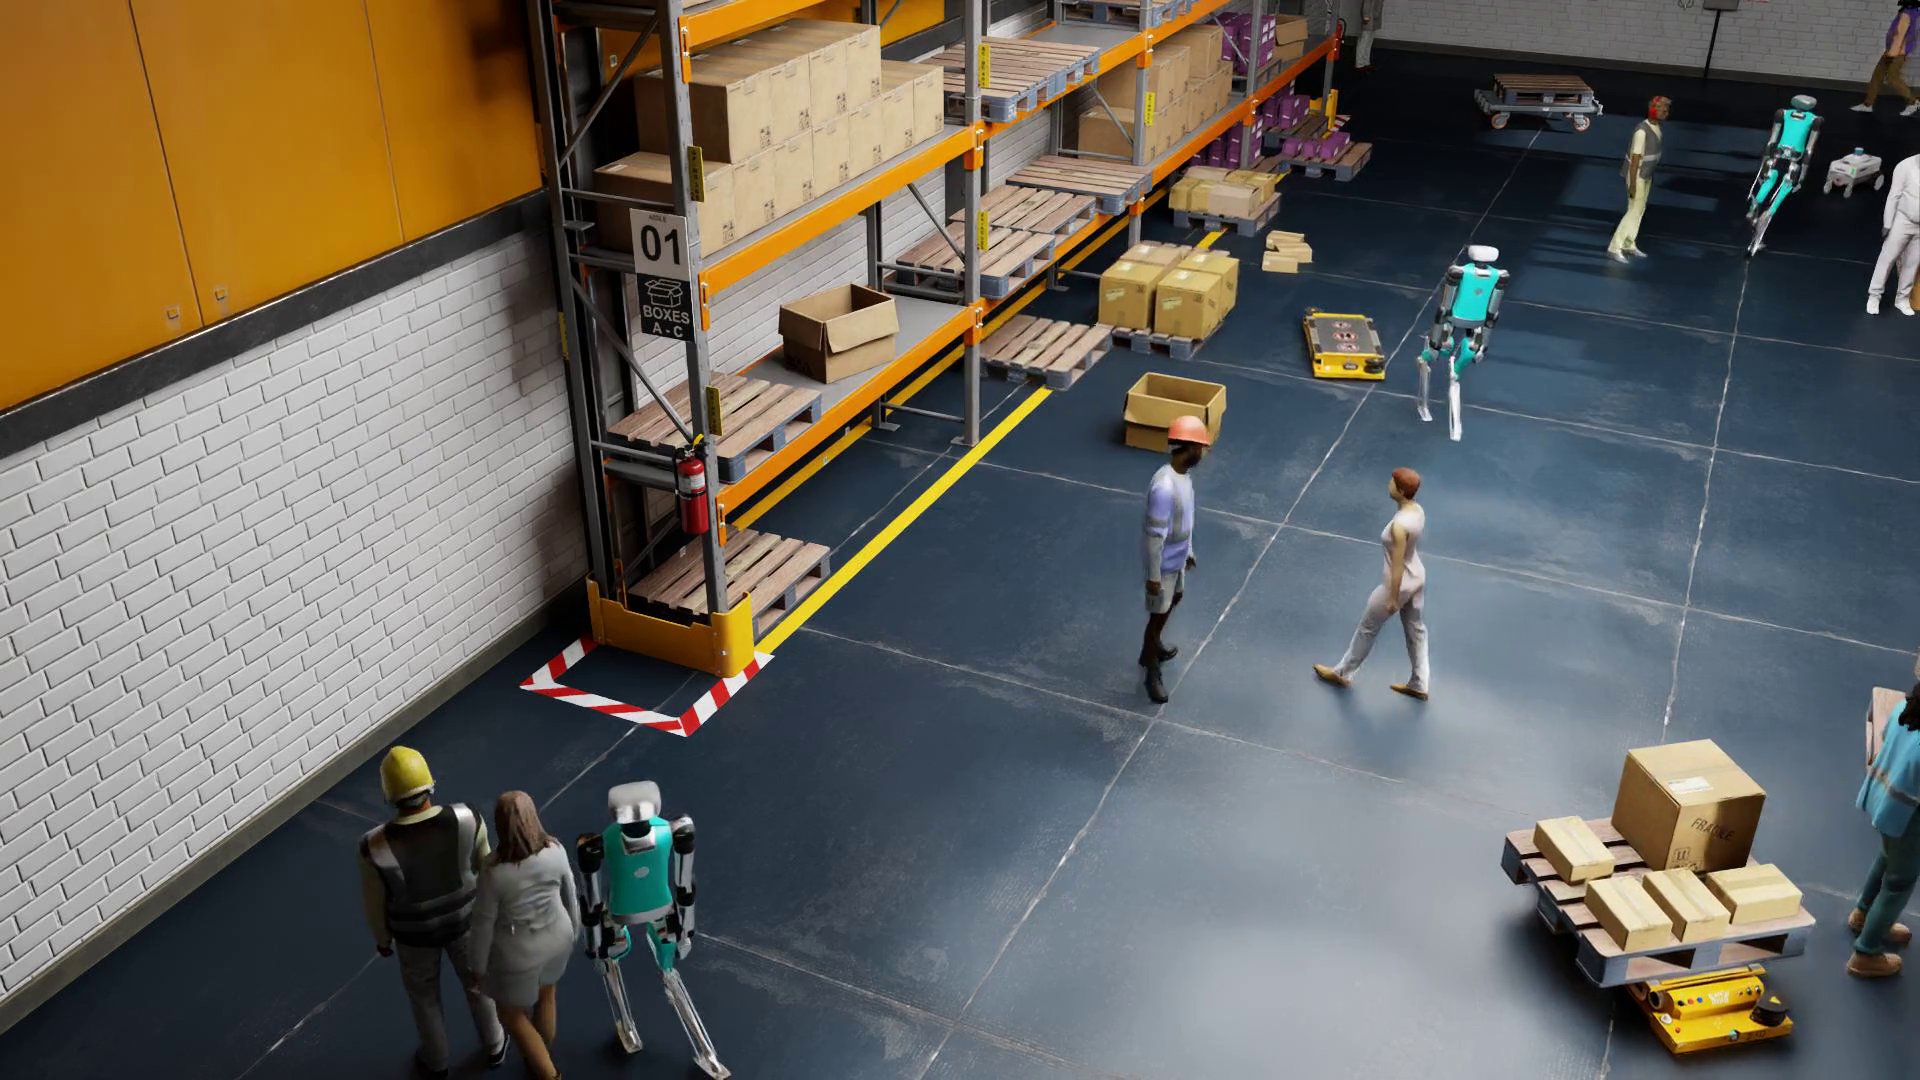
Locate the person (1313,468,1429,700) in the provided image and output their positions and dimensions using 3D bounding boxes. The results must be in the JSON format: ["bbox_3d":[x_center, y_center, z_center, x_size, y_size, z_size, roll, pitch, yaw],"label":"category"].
[{"bbox_3d":[2.762,0.270,10.794,0.819,1.620,0.466,18,33,30],"label":"person"}]

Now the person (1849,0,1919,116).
[{"bbox_3d":[13.719,-7.147,24.267,0.866,1.901,0.547,14,31,25],"label":"person"}]

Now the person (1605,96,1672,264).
[{"bbox_3d":[7.576,-4.025,18.540,0.400,1.840,0.597,21,35,34],"label":"person"}]

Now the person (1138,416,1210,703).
[{"bbox_3d":[1.353,0.116,10.813,0.367,1.890,0.673,12,31,22],"label":"person"}]

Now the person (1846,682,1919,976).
[{"bbox_3d":[4.845,1.414,8.436,0.559,1.853,0.563,0,28,0],"label":"person"}]

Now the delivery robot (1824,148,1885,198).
[{"bbox_3d":[11.328,-4.671,21.077,0.765,0.583,0.499,-19,34,-31],"label":"delivery robot"}]

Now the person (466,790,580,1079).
[{"bbox_3d":[-1.954,1.938,7.679,0.543,1.639,0.586,-21,35,-34],"label":"person"}]

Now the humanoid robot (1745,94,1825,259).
[{"bbox_3d":[9.160,-4.027,18.711,0.550,1.827,0.879,24,36,37],"label":"humanoid robot"}]

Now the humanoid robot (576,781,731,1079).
[{"bbox_3d":[-1.521,1.770,7.898,0.590,1.763,0.811,-10,30,-18],"label":"humanoid robot"}]

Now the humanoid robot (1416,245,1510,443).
[{"bbox_3d":[4.322,-1.786,14.528,0.586,1.780,0.890,-2,28,-3],"label":"humanoid robot"}]

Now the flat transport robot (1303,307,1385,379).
[{"bbox_3d":[3.750,-1.926,16.299,0.659,0.231,1.431,3,28,5],"label":"flat transport robot"}]

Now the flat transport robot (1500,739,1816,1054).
[{"bbox_3d":[3.687,2.104,8.827,0.659,0.231,1.431,-6,29,-10],"label":"flat transport robot"}]

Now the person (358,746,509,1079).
[{"bbox_3d":[-2.464,1.764,7.828,0.601,1.825,0.411,-15,32,-25],"label":"person"}]

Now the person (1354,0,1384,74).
[{"bbox_3d":[6.653,-8.485,26.823,0.369,1.828,0.505,23,36,36],"label":"person"}]

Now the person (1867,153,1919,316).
[{"bbox_3d":[9.758,-3.225,16.984,0.642,1.909,0.404,3,29,6],"label":"person"}]
